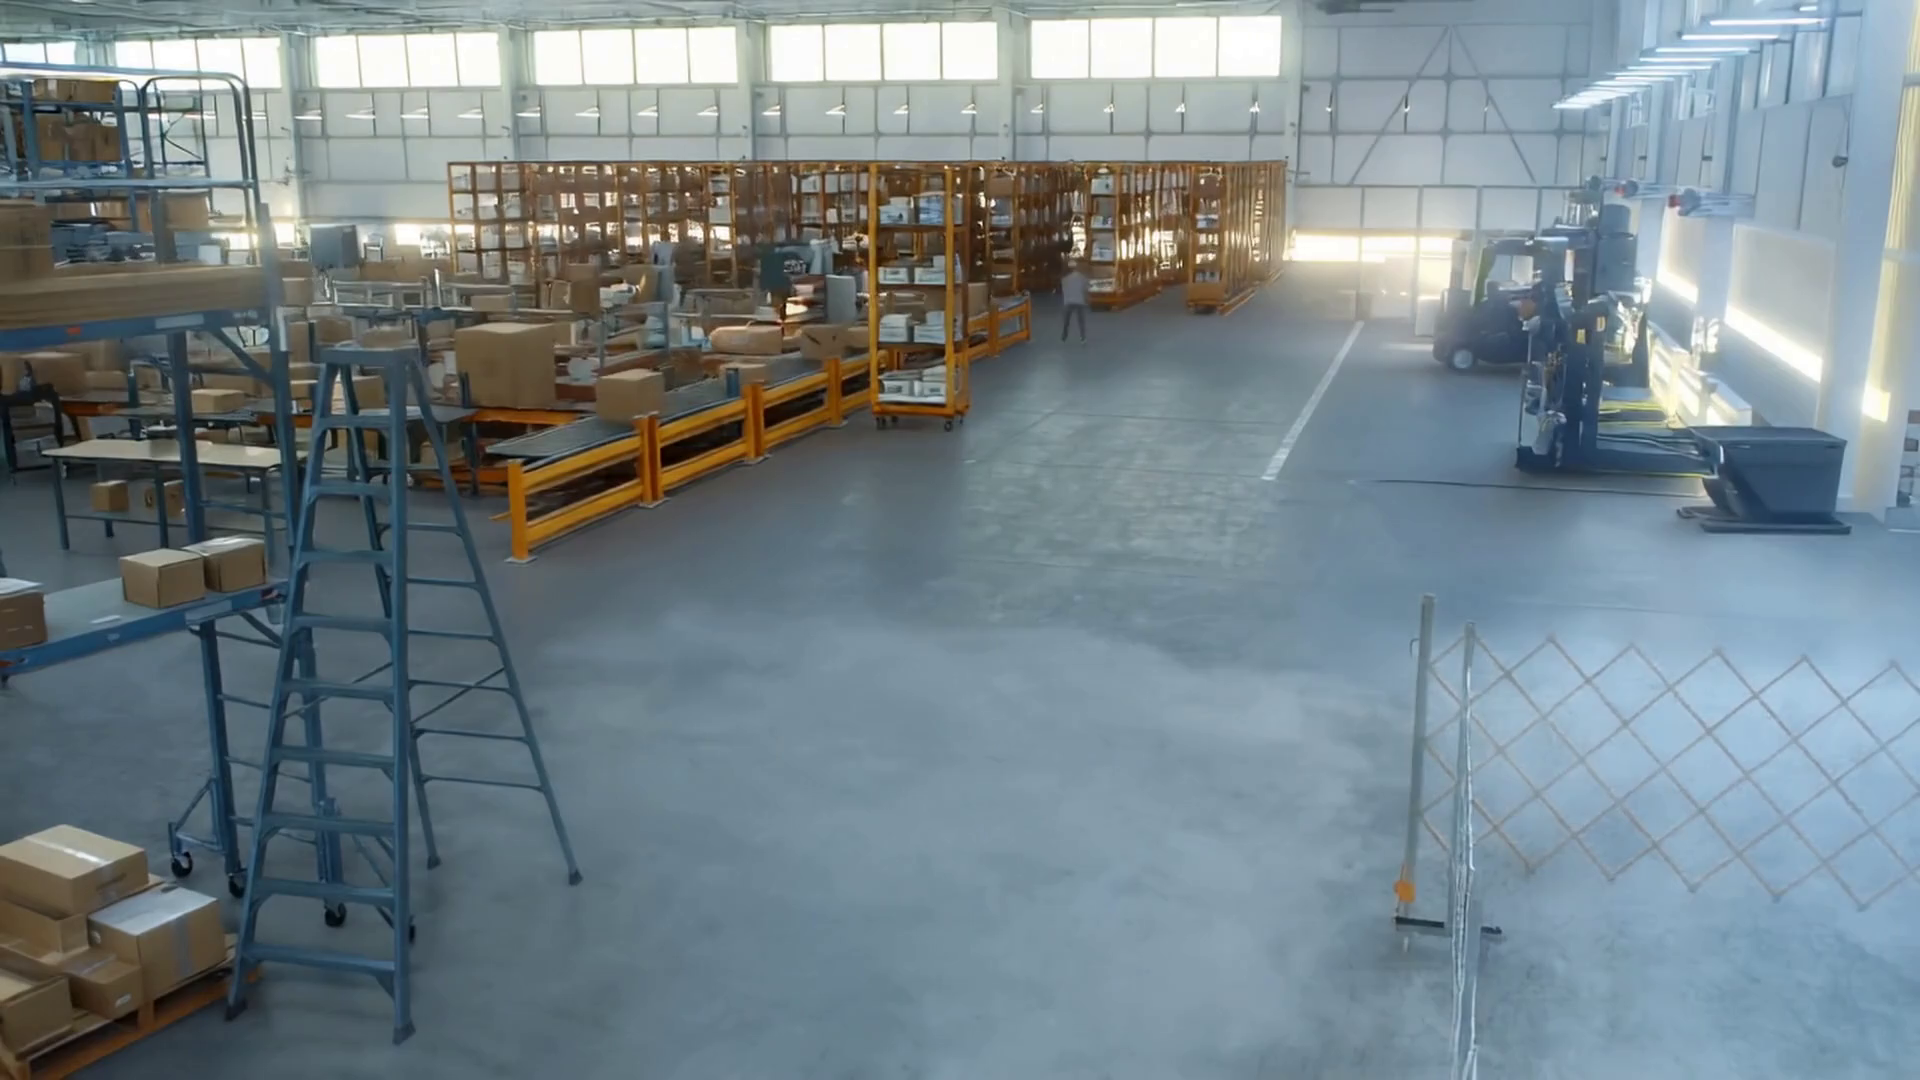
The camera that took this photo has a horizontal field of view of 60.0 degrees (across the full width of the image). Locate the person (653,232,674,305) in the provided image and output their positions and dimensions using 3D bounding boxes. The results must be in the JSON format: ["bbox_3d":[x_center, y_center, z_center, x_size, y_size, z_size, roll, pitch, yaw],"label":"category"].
[{"bbox_3d":[-7.555,-6.920,42.421,0.567,1.845,0.386,-10,16,-35],"label":"person"}]

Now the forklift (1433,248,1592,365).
[{"bbox_3d":[9.780,-4.111,29.280,2.680,1.987,1.157,3,13,14],"label":"forklift"}]

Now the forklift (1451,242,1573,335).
[{"bbox_3d":[10.464,-4.597,31.405,2.680,1.987,1.157,4,14,16],"label":"forklift"}]

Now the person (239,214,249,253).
[{"bbox_3d":[-26.824,-11.453,62.552,0.509,1.584,0.881,-7,15,-26],"label":"person"}]

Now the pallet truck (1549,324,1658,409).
[{"bbox_3d":[9.824,-2.669,25.407,1.601,1.201,0.680,4,14,16],"label":"pallet truck"}]

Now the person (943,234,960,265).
[{"bbox_3d":[-0.180,-5.873,37.470,0.397,2.043,0.609,2,13,7],"label":"person"}]

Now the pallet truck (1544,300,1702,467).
[{"bbox_3d":[8.263,-1.952,20.631,1.885,1.965,0.823,5,14,20],"label":"pallet truck"}]

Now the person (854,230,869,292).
[{"bbox_3d":[-2.612,-7.283,44.011,0.404,1.836,0.590,-9,16,-35],"label":"person"}]

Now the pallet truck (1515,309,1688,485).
[{"bbox_3d":[7.554,-1.677,19.446,1.885,1.965,0.823,3,13,14],"label":"pallet truck"}]

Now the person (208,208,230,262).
[{"bbox_3d":[-25.680,-10.517,57.669,0.621,1.974,0.427,-4,13,-15],"label":"person"}]

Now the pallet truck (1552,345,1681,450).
[{"bbox_3d":[8.641,-1.896,21.908,1.630,1.274,0.653,4,14,16],"label":"pallet truck"}]

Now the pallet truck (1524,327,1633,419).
[{"bbox_3d":[9.065,-2.460,24.370,1.522,1.261,0.704,3,13,14],"label":"pallet truck"}]

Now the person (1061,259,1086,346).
[{"bbox_3d":[2.305,-4.760,33.352,0.524,1.726,0.888,-4,14,-15],"label":"person"}]
